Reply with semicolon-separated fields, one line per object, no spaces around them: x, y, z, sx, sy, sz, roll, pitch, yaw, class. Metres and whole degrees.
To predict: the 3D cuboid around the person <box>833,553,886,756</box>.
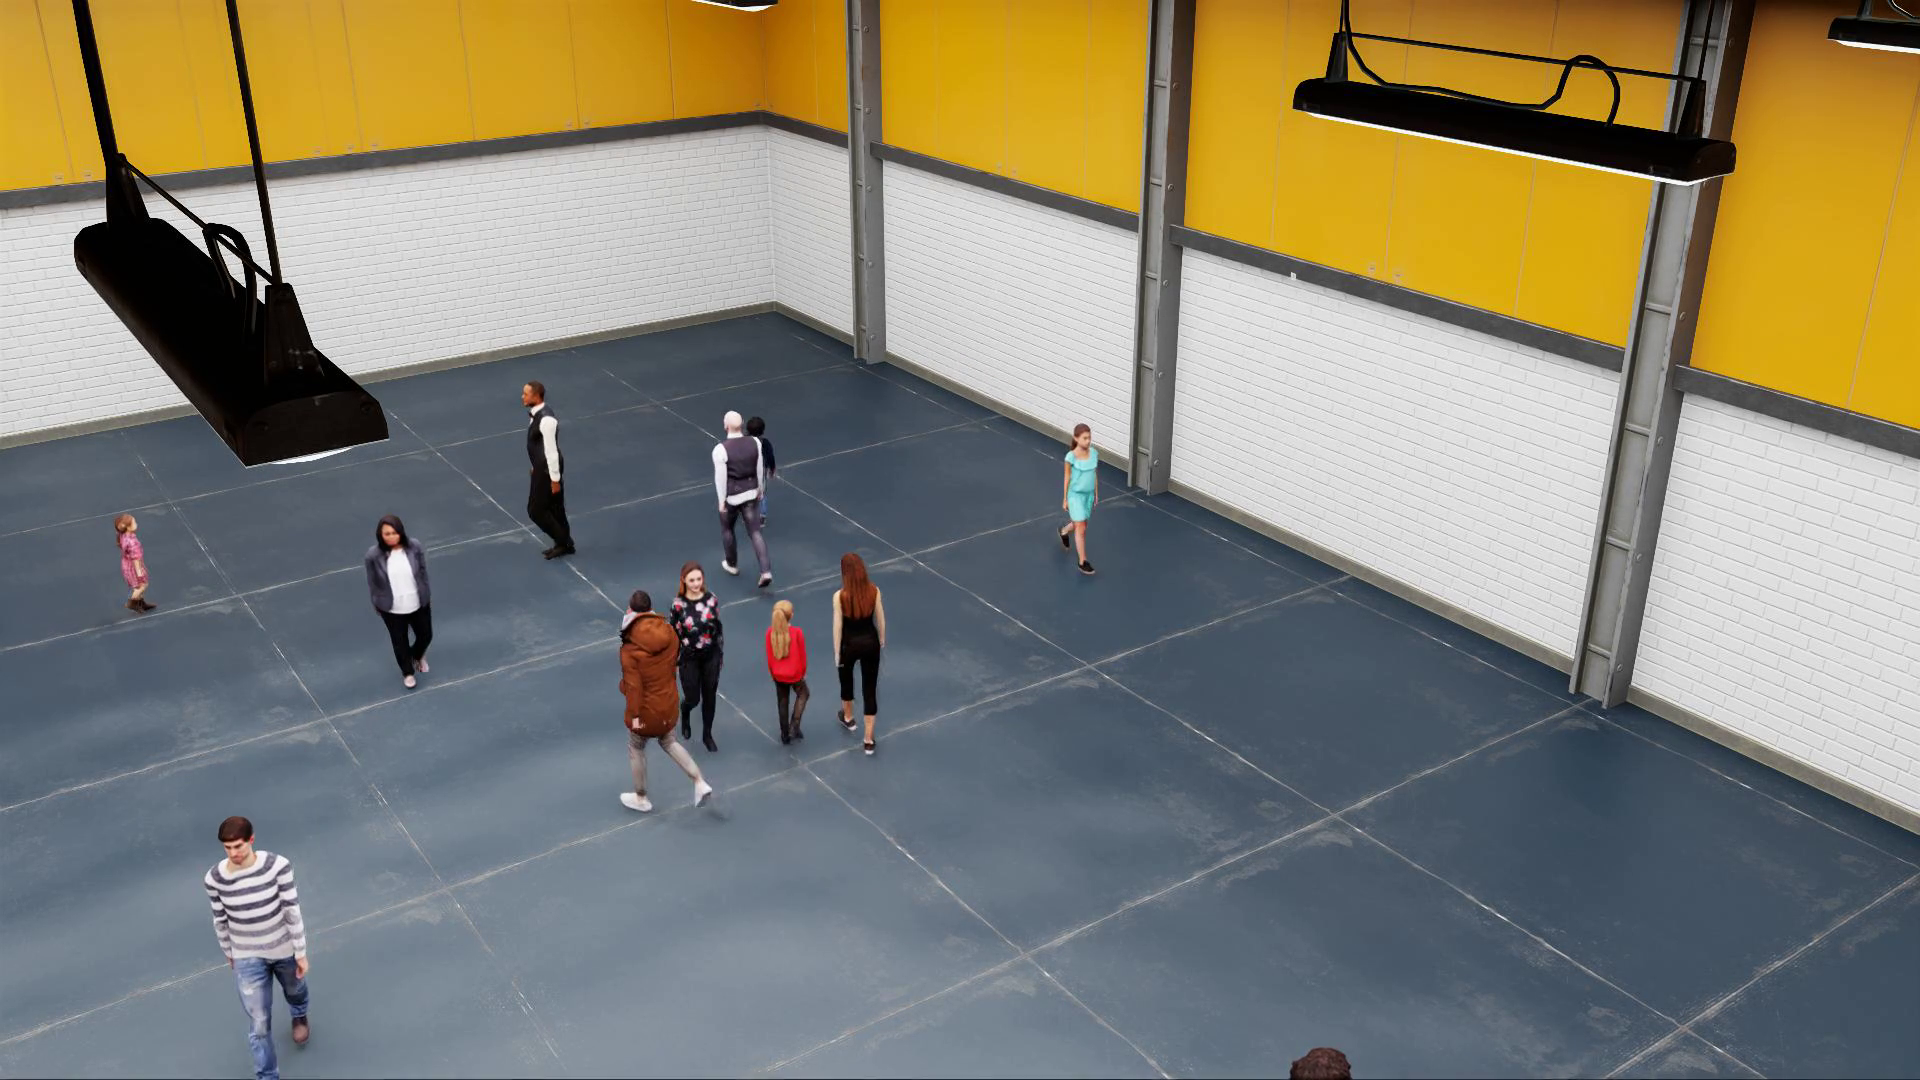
-0.801;0.928;13.482;0.837;1.702;1.041;-5;24;-12;person

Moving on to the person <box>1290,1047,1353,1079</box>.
1.689;3.227;8.104;0.616;1.797;0.751;15;28;31;person

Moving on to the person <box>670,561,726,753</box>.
-2.152;0.916;13.547;0.605;1.672;0.680;-12;26;-26;person

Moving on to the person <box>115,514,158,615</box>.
-7.945;0.246;15.894;0.529;1.019;0.457;-20;31;-38;person

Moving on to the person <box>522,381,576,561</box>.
-4.119;-0.720;17.002;0.851;1.903;0.726;-7;25;-15;person

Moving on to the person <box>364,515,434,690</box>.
-4.886;0.516;14.571;0.702;1.585;0.729;-12;27;-26;person

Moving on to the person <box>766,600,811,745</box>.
-1.419;1.111;13.597;0.595;1.275;0.655;5;24;10;person

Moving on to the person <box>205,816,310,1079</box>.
-4.139;2.407;9.974;0.852;1.802;1.261;-8;25;-18;person

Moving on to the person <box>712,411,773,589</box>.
-2.116;-0.367;16.334;0.736;1.790;1.184;-14;27;-28;person

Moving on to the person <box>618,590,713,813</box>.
-2.249;1.267;12.567;1.106;1.813;0.902;14;27;30;person

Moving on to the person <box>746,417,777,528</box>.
-2.176;-0.716;17.856;0.618;1.211;0.640;-6;24;-13;person

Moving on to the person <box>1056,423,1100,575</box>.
1.182;-0.468;16.878;0.625;1.539;1.025;-13;27;-26;person
